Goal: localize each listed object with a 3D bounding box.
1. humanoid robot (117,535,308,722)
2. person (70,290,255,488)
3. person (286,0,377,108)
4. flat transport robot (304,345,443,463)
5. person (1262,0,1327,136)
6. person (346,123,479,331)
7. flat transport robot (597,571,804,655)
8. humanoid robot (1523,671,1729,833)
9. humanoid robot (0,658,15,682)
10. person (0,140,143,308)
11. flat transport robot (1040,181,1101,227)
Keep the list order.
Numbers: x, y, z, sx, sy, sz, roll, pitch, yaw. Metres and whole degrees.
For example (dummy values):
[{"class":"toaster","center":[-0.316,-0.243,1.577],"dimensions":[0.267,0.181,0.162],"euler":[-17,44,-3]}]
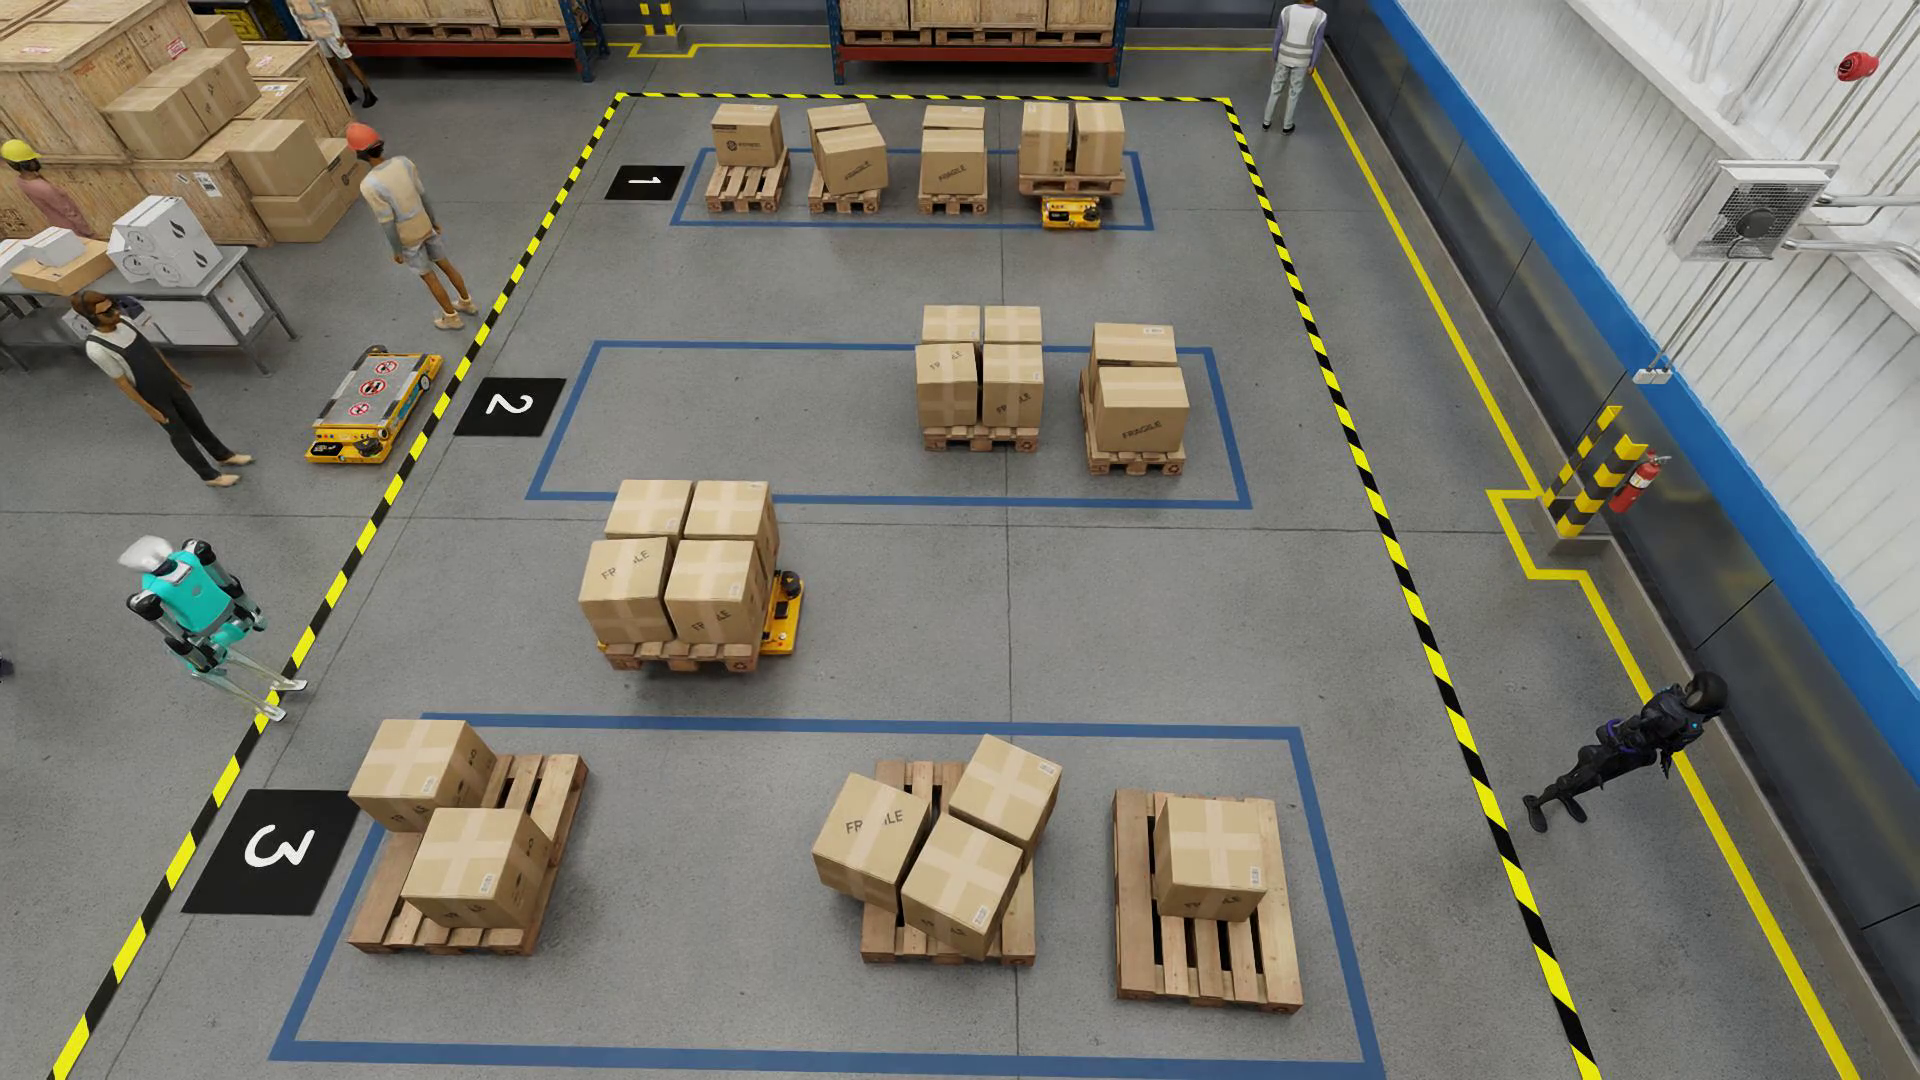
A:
[{"class":"humanoid robot","center":[-4.862,0.558,5.845],"dimensions":[0.735,1.677,0.533],"euler":[9,50,8]},{"class":"person","center":[-6.400,-1.186,7.346],"dimensions":[0.352,1.841,0.505],"euler":[-4,50,-4]},{"class":"person","center":[-8.277,-6.567,11.846],"dimensions":[0.556,1.924,0.418],"euler":[5,50,4]},{"class":"flat transport robot","center":[-5.383,-1.269,8.441],"dimensions":[0.659,0.231,1.431],"euler":[1,50,1]},{"class":"person","center":[4.172,-6.004,11.426],"dimensions":[0.586,1.827,0.404],"euler":[23,53,18]},{"class":"person","center":[-5.200,-2.917,8.675],"dimensions":[0.391,2.041,0.611],"euler":[13,51,10]},{"class":"flat transport robot","center":[-1.942,0.529,6.901],"dimensions":[1.431,0.197,0.652],"euler":[1,50,1]},{"class":"humanoid robot","center":[3.924,1.253,5.376],"dimensions":[0.599,1.655,0.315],"euler":[-7,50,-6]},{"class":"humanoid robot","center":[-7.220,0.356,6.176],"dimensions":[0.803,1.628,0.609],"euler":[34,58,25]},{"class":"person","center":[-8.599,-3.012,8.936],"dimensions":[0.522,1.765,0.314],"euler":[21,53,17]},{"class":"flat transport robot","center":[1.288,-4.185,10.890],"dimensions":[0.652,0.197,1.431],"euler":[1,50,1]}]
